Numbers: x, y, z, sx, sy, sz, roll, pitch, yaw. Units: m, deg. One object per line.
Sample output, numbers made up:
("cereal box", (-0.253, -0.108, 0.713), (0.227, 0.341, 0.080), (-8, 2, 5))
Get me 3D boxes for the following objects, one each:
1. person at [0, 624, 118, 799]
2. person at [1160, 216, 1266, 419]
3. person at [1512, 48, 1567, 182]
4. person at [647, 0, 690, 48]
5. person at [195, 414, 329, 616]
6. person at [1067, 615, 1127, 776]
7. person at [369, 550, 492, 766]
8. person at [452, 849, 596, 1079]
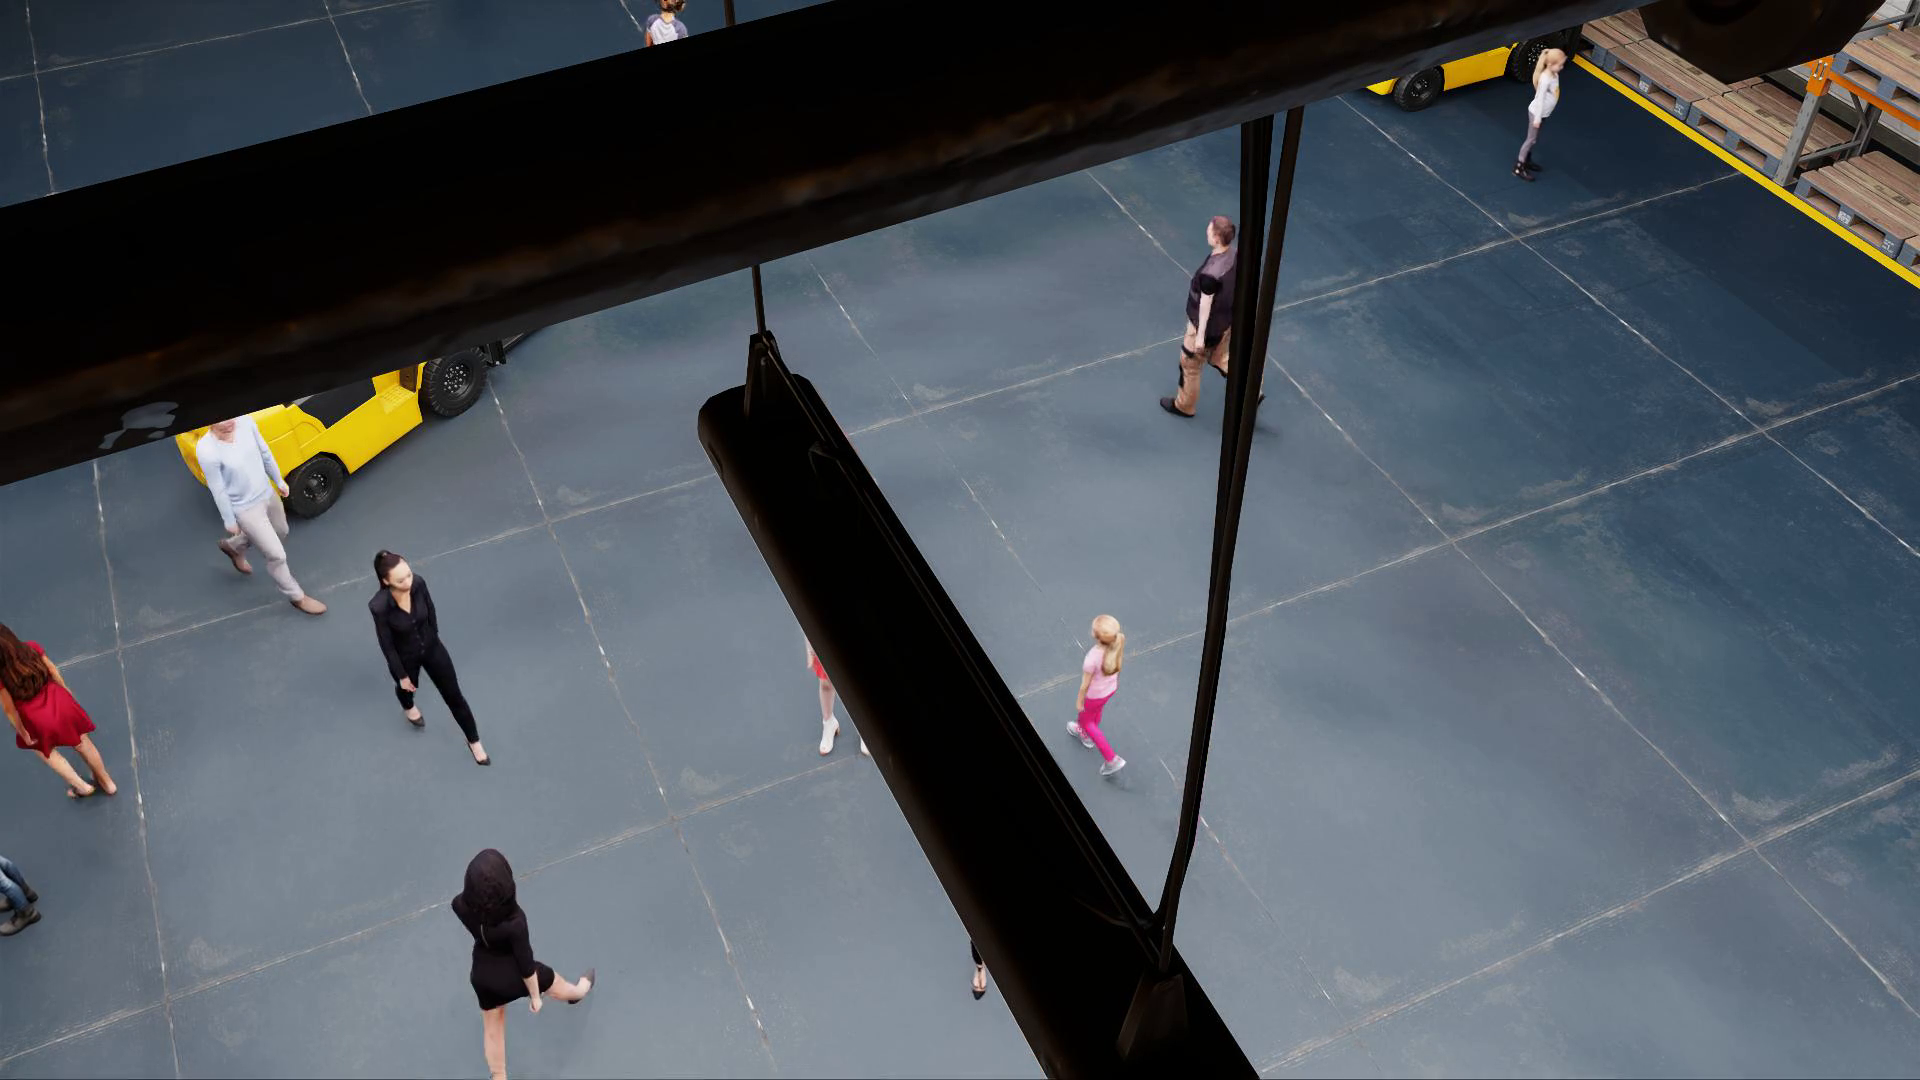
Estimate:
("person", (-5.461, 1.062, 9.981), (0.779, 1.535, 0.717), (28, 50, 26))
("person", (1.987, -1.620, 12.590), (1.146, 1.819, 1.007), (23, 48, 22))
("person", (5.380, -3.982, 15.462), (0.630, 1.277, 0.584), (21, 48, 21))
("person", (-2.721, -4.417, 15.666), (0.700, 1.625, 0.741), (4, 44, 4))
("person", (-4.822, -0.275, 11.145), (1.178, 1.864, 1.130), (14, 45, 14))
("person", (0.889, 0.946, 10.301), (0.648, 1.261, 0.850), (-33, 53, -30))
("person", (-3.416, 0.698, 10.265), (1.116, 1.670, 0.853), (32, 52, 29))
("person", (-2.363, 2.320, 8.498), (1.071, 1.757, 1.157), (13, 45, 14))
